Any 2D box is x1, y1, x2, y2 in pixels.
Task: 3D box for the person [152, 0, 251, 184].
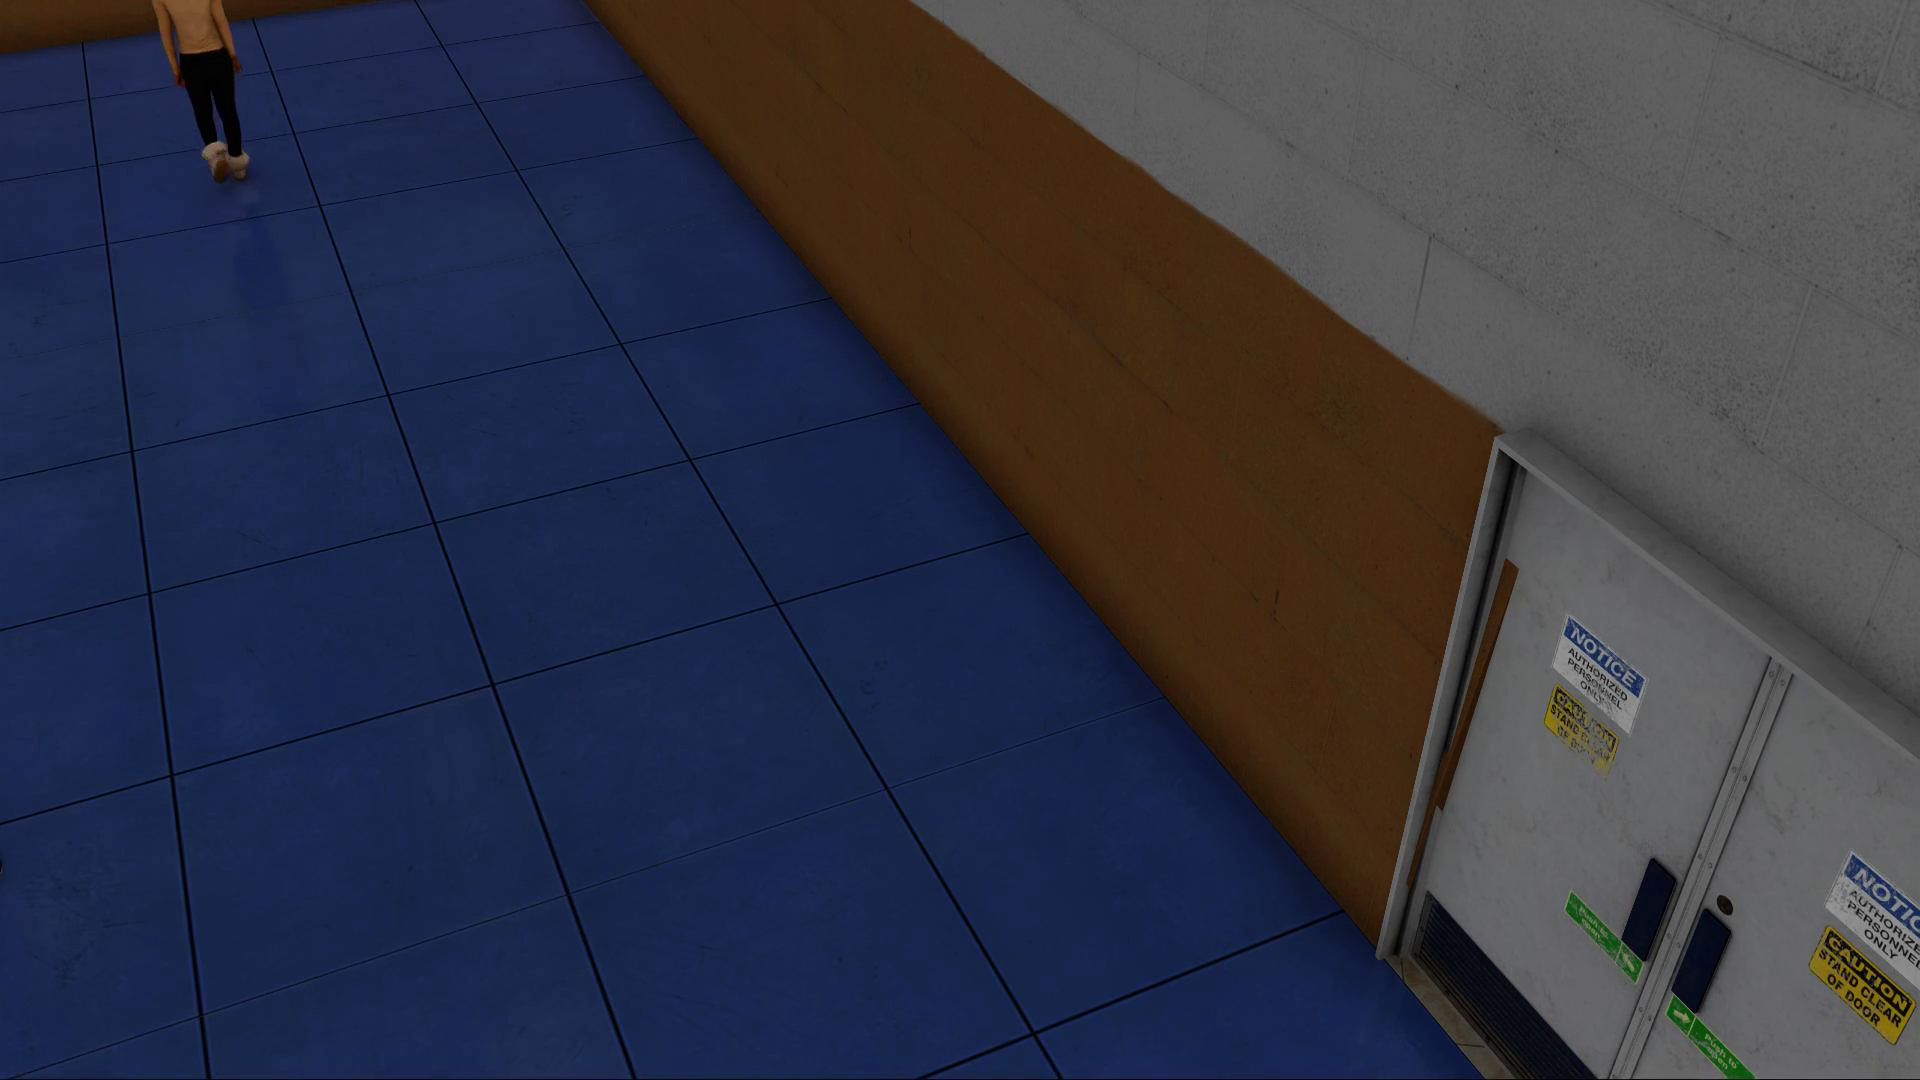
[{"bbox_3d":[-4.995,-3.134,11.022,0.701,1.651,0.657,-14,39,-18],"label":"person"}]
